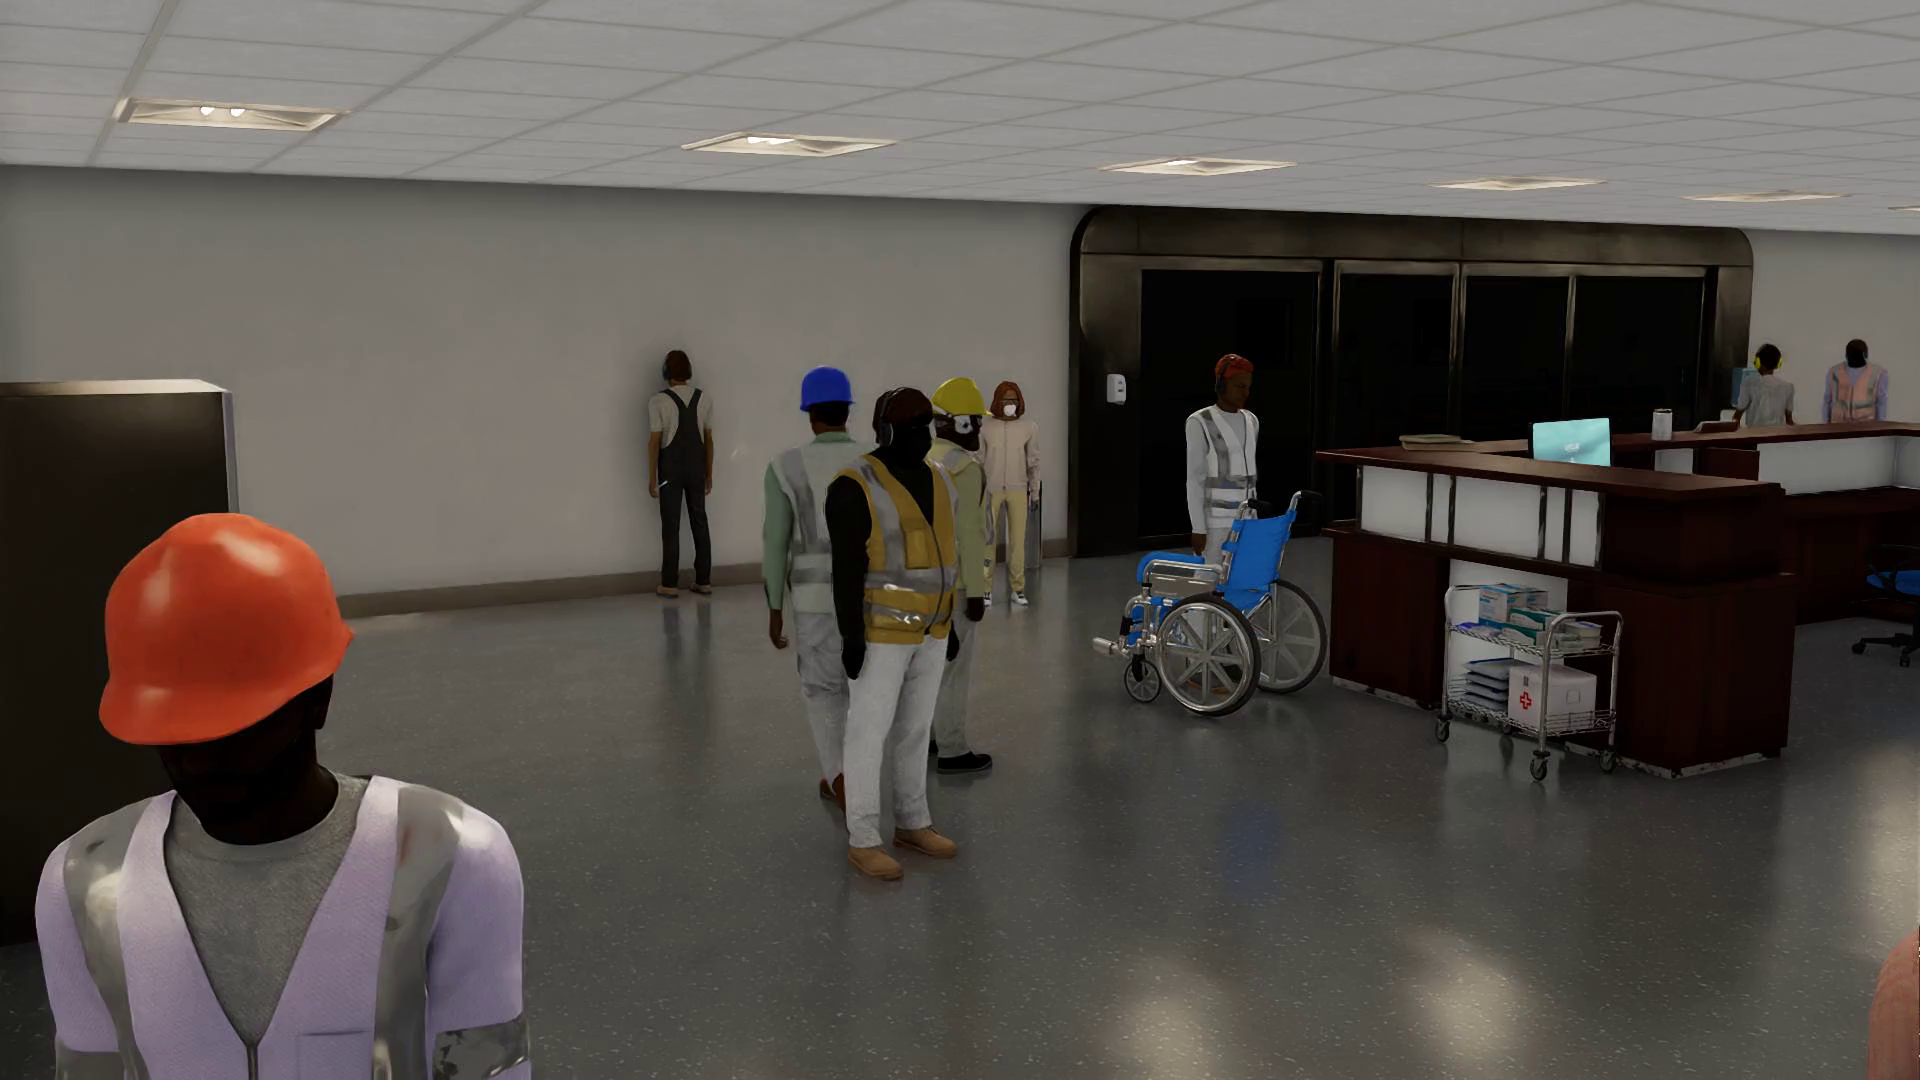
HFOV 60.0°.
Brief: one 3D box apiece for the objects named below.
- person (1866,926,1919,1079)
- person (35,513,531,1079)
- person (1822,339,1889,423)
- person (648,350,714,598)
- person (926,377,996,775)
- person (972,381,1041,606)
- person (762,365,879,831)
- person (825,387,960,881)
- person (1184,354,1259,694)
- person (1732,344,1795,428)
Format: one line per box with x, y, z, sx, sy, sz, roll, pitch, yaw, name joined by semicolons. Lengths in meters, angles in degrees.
1.253;0.984;1.950;0.526;1.769;0.328;-4;9;-24;person
-0.763;0.915;1.915;0.541;1.921;0.414;-1;8;-4;person
9.734;-1.276;18.120;0.632;1.828;0.474;6;10;36;person
-2.064;-0.488;12.339;0.506;1.838;0.338;-5;9;-32;person
-0.040;0.161;7.716;0.405;1.823;0.588;-4;9;-28;person
0.329;-0.329;11.973;0.504;1.627;0.285;-1;8;-6;person
-0.475;0.244;6.796;0.634;1.911;0.828;-3;8;-20;person
-0.219;0.341;6.331;0.430;1.843;0.625;7;10;41;person
1.488;-0.097;9.332;0.572;1.887;0.356;-8;11;-43;person
7.226;-0.857;15.095;0.515;1.822;0.969;-1;8;-7;person
